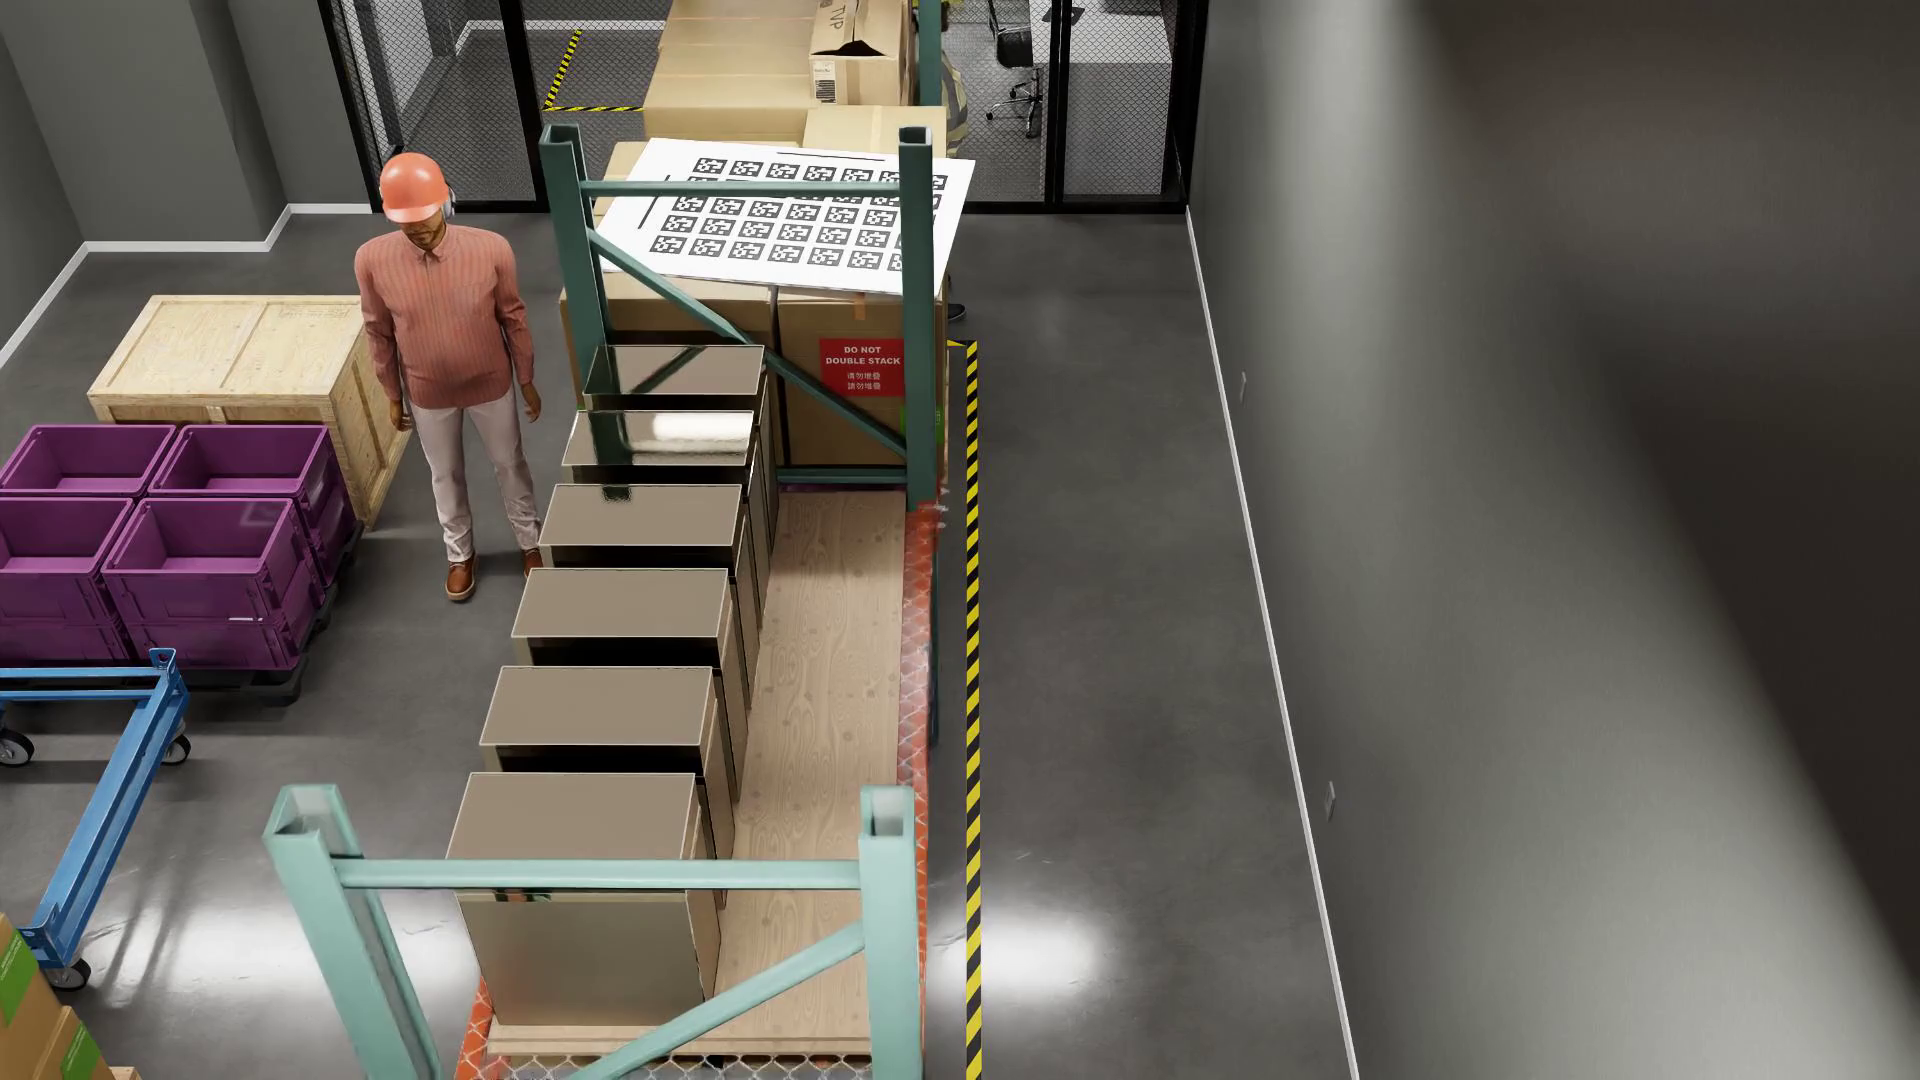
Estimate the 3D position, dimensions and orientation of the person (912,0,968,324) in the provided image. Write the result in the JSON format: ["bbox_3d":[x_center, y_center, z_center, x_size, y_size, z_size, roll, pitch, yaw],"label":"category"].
[{"bbox_3d":[-0.167,-1.941,8.183,0.404,1.836,0.586,-8,42,-9],"label":"person"}]

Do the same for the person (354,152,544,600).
[{"bbox_3d":[-1.968,-0.616,6.547,0.611,1.996,0.378,-9,42,-10],"label":"person"}]
